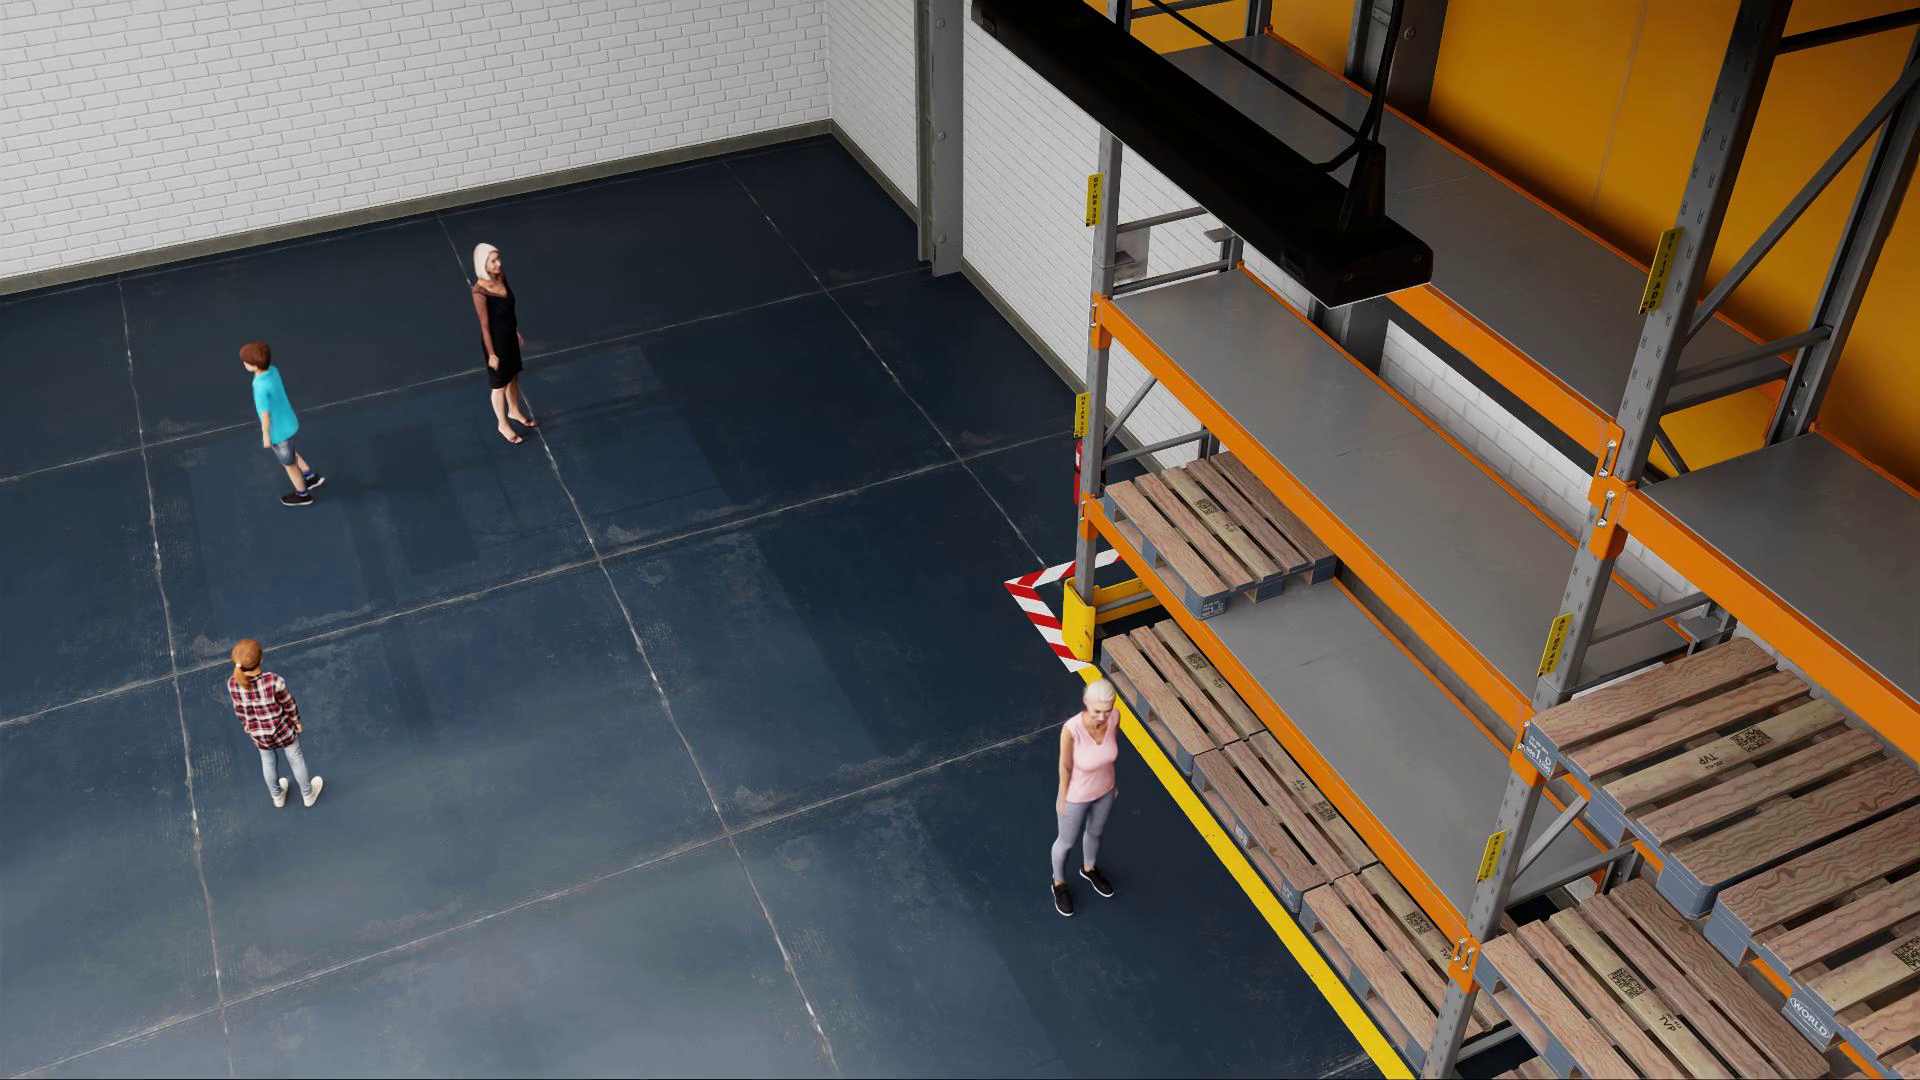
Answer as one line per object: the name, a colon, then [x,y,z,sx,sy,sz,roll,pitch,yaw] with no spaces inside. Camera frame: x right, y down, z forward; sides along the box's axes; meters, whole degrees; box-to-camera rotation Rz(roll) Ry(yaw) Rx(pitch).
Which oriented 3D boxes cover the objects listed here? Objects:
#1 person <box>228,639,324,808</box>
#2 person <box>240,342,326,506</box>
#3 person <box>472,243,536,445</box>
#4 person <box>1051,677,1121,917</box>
person: [-4.230,1.133,10.201,0.591,1.303,0.602,-1,39,-1]
person: [-5.098,-0.885,12.615,0.687,1.445,0.599,-2,39,-3]
person: [-3.660,-1.584,13.249,0.724,1.746,0.655,11,40,13]
person: [0.721,1.420,9.508,0.567,1.721,0.525,-18,42,-22]
